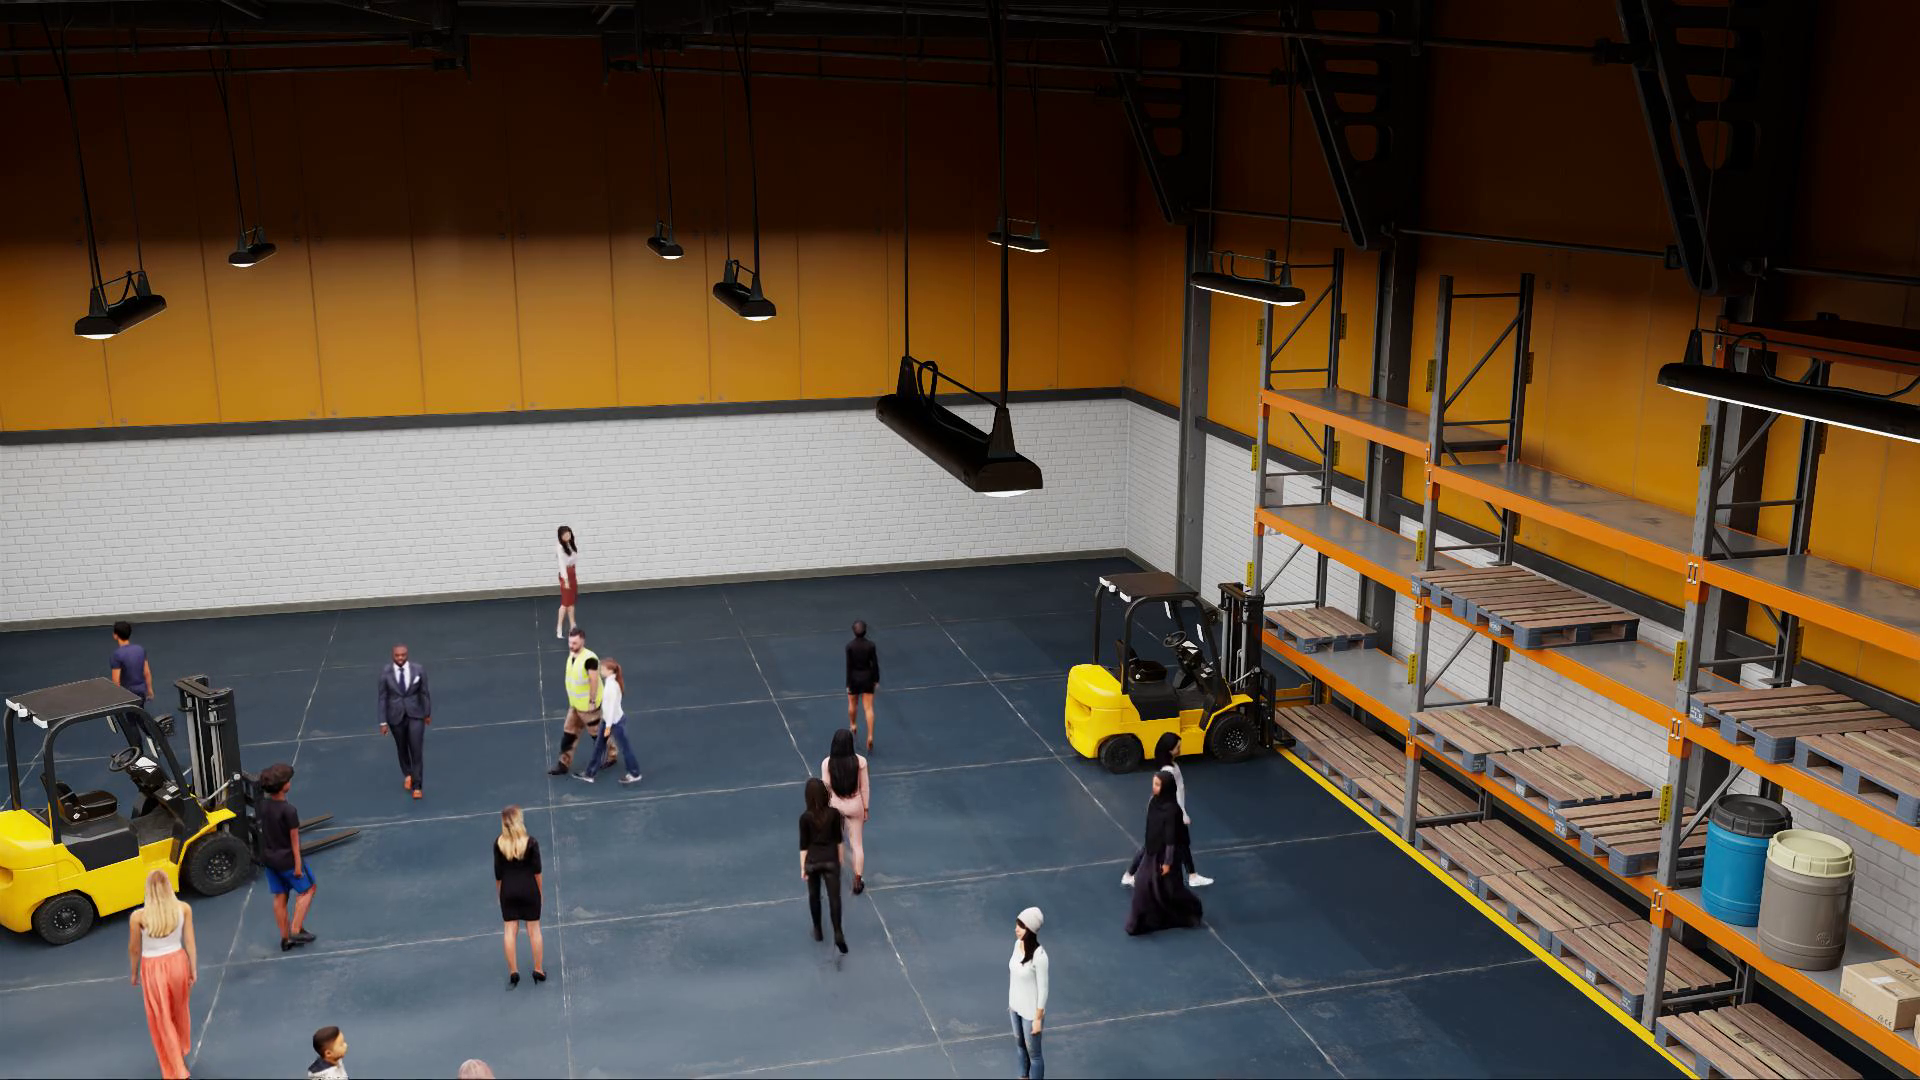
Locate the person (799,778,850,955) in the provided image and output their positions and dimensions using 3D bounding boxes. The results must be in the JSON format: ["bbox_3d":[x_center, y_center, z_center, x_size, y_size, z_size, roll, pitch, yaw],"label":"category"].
[{"bbox_3d":[-1.243,2.997,15.277,0.604,1.627,0.960,-2,14,-8],"label":"person"}]

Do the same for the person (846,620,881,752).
[{"bbox_3d":[-1.178,1.804,20.275,0.656,1.592,1.016,-2,14,-8],"label":"person"}]

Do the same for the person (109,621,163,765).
[{"bbox_3d":[-9.757,1.838,19.735,0.894,1.780,0.836,5,15,21],"label":"person"}]

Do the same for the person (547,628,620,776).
[{"bbox_3d":[-4.346,1.879,19.533,1.147,1.795,1.188,-13,18,-42],"label":"person"}]

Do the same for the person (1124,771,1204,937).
[{"bbox_3d":[1.971,2.934,15.594,0.852,1.600,1.051,-8,16,-30],"label":"person"}]

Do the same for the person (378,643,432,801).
[{"bbox_3d":[-6.318,2.032,18.940,0.710,1.777,1.135,-4,14,-15],"label":"person"}]

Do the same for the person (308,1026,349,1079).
[{"bbox_3d":[-4.363,4.020,11.439,0.686,1.444,0.622,-5,15,-21],"label":"person"}]

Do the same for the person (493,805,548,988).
[{"bbox_3d":[-3.876,3.128,14.632,0.587,1.676,0.537,0,14,-2],"label":"person"}]

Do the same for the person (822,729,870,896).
[{"bbox_3d":[-1.128,2.676,16.398,0.645,1.722,0.584,-1,14,-6],"label":"person"}]

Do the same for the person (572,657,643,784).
[{"bbox_3d":[-3.910,2.095,19.225,0.741,1.522,0.985,-6,15,-23],"label":"person"}]

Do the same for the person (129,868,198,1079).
[{"bbox_3d":[-6.206,3.480,13.003,0.921,1.758,1.301,-9,17,-34],"label":"person"}]

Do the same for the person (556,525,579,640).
[{"bbox_3d":[-5.869,0.595,24.961,0.806,1.737,0.624,-2,14,-8],"label":"person"}]

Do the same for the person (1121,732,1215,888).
[{"bbox_3d":[1.941,2.714,16.397,0.994,1.648,1.153,2,14,7],"label":"person"}]

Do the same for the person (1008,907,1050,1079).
[{"bbox_3d":[0.518,3.589,12.793,0.678,1.644,0.522,-8,16,-29],"label":"person"}]

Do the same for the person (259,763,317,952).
[{"bbox_3d":[-6.247,2.934,15.197,0.715,1.786,0.764,6,15,24],"label":"person"}]
